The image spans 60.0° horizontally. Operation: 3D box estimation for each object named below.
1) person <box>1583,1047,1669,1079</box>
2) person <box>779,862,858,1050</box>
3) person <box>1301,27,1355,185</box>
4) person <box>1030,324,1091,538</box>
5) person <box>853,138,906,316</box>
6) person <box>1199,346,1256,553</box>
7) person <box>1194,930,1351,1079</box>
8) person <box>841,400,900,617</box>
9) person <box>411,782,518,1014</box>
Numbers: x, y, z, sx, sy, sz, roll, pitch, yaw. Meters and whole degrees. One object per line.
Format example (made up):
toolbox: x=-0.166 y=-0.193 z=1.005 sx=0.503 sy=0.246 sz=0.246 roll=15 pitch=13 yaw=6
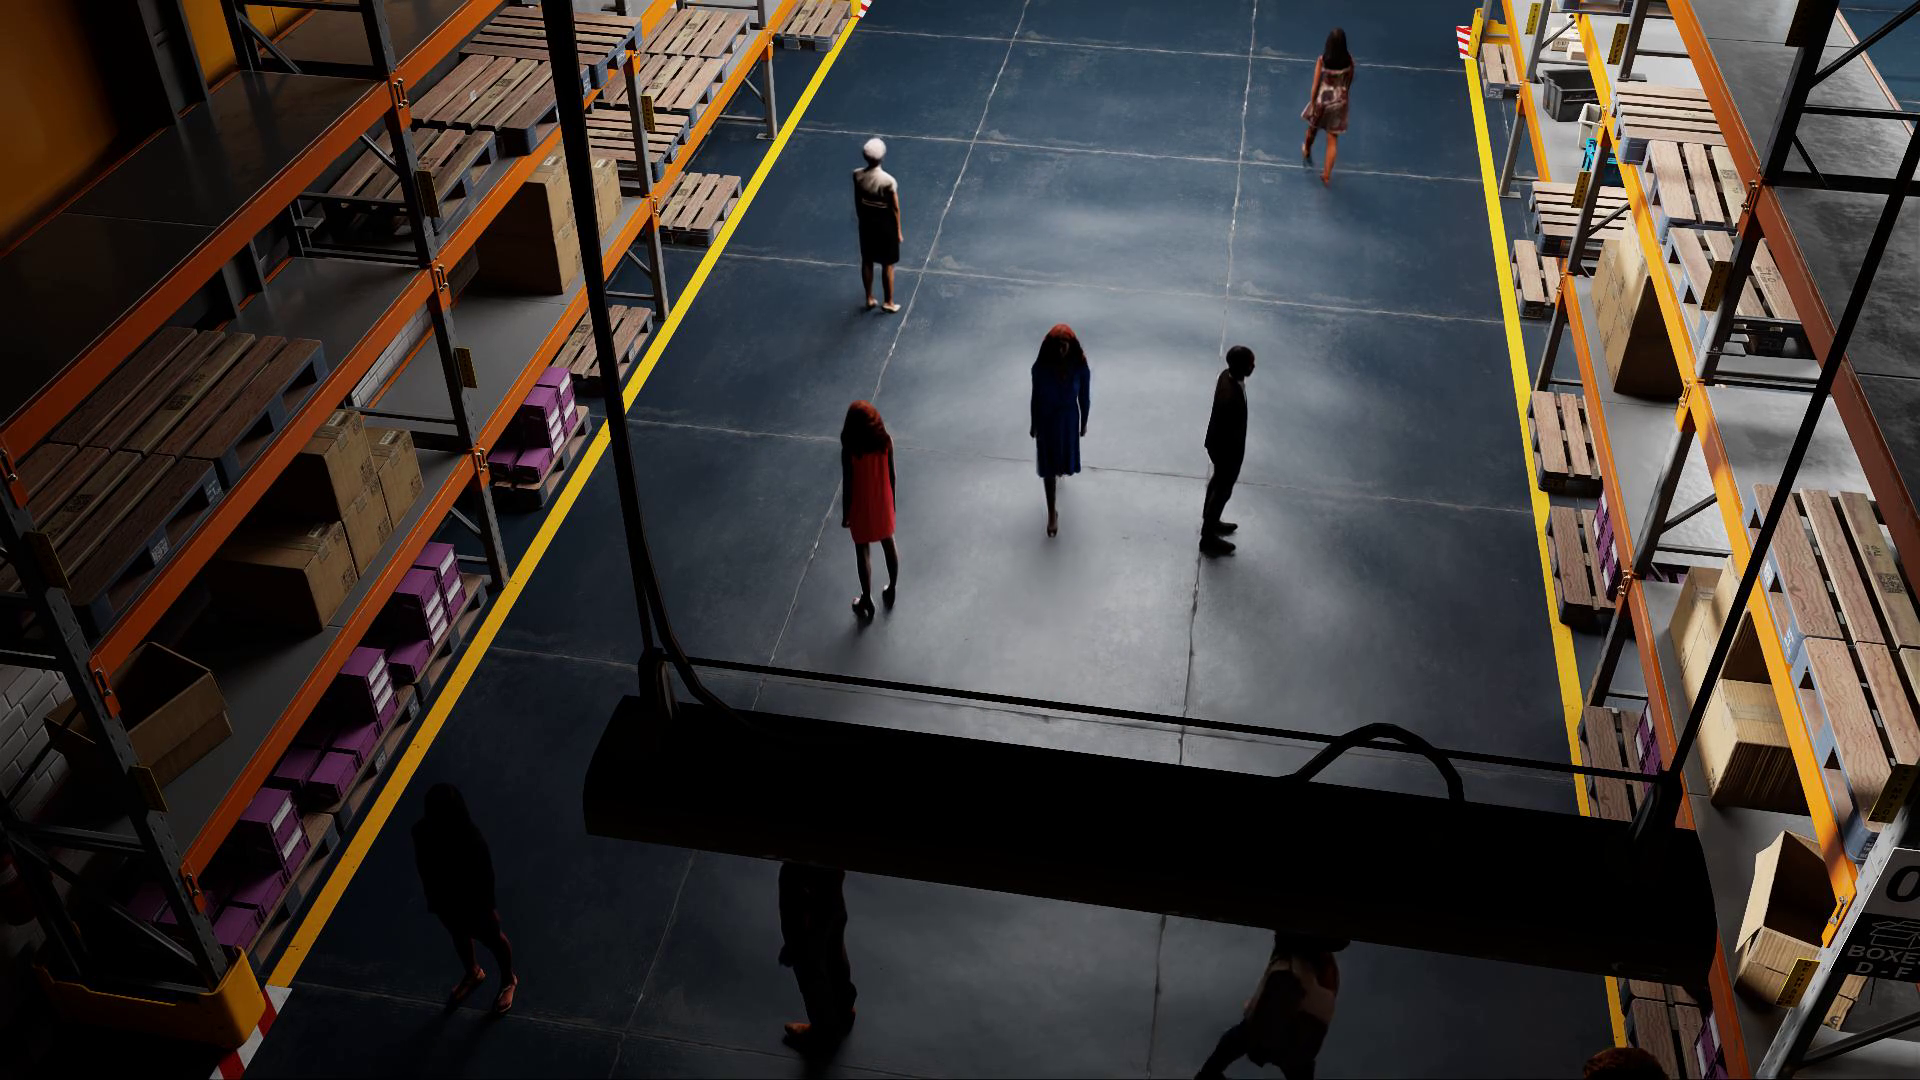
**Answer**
person: x=3.015 y=3.097 z=7.976 sx=0.839 sy=1.682 sz=1.042 roll=-8 pitch=39 yaw=-9
person: x=-0.778 y=2.077 z=9.072 sx=0.825 sy=1.908 sz=0.669 roll=19 pitch=42 yaw=23
person: x=3.932 y=-4.574 z=17.642 sx=0.753 sy=1.605 sz=1.120 roll=1 pitch=39 yaw=1
person: x=0.768 y=-0.906 z=12.885 sx=0.657 sy=1.812 sz=0.971 roll=3 pitch=39 yaw=4
person: x=-0.763 y=-2.886 z=15.410 sx=0.674 sy=1.755 sz=0.627 roll=18 pitch=42 yaw=21
person: x=2.011 y=-0.697 z=12.633 sx=0.741 sy=1.800 sz=0.551 roll=2 pitch=39 yaw=2
person: x=1.591 y=2.428 z=8.683 sx=0.805 sy=1.845 sz=1.120 roll=9 pitch=40 yaw=11
person: x=-0.642 y=-0.222 z=12.017 sx=0.665 sy=1.826 sz=0.706 roll=-20 pitch=43 yaw=-23
person: x=-2.779 y=2.001 z=9.318 sx=0.632 sy=1.720 sz=0.540 roll=10 pitch=40 yaw=13
